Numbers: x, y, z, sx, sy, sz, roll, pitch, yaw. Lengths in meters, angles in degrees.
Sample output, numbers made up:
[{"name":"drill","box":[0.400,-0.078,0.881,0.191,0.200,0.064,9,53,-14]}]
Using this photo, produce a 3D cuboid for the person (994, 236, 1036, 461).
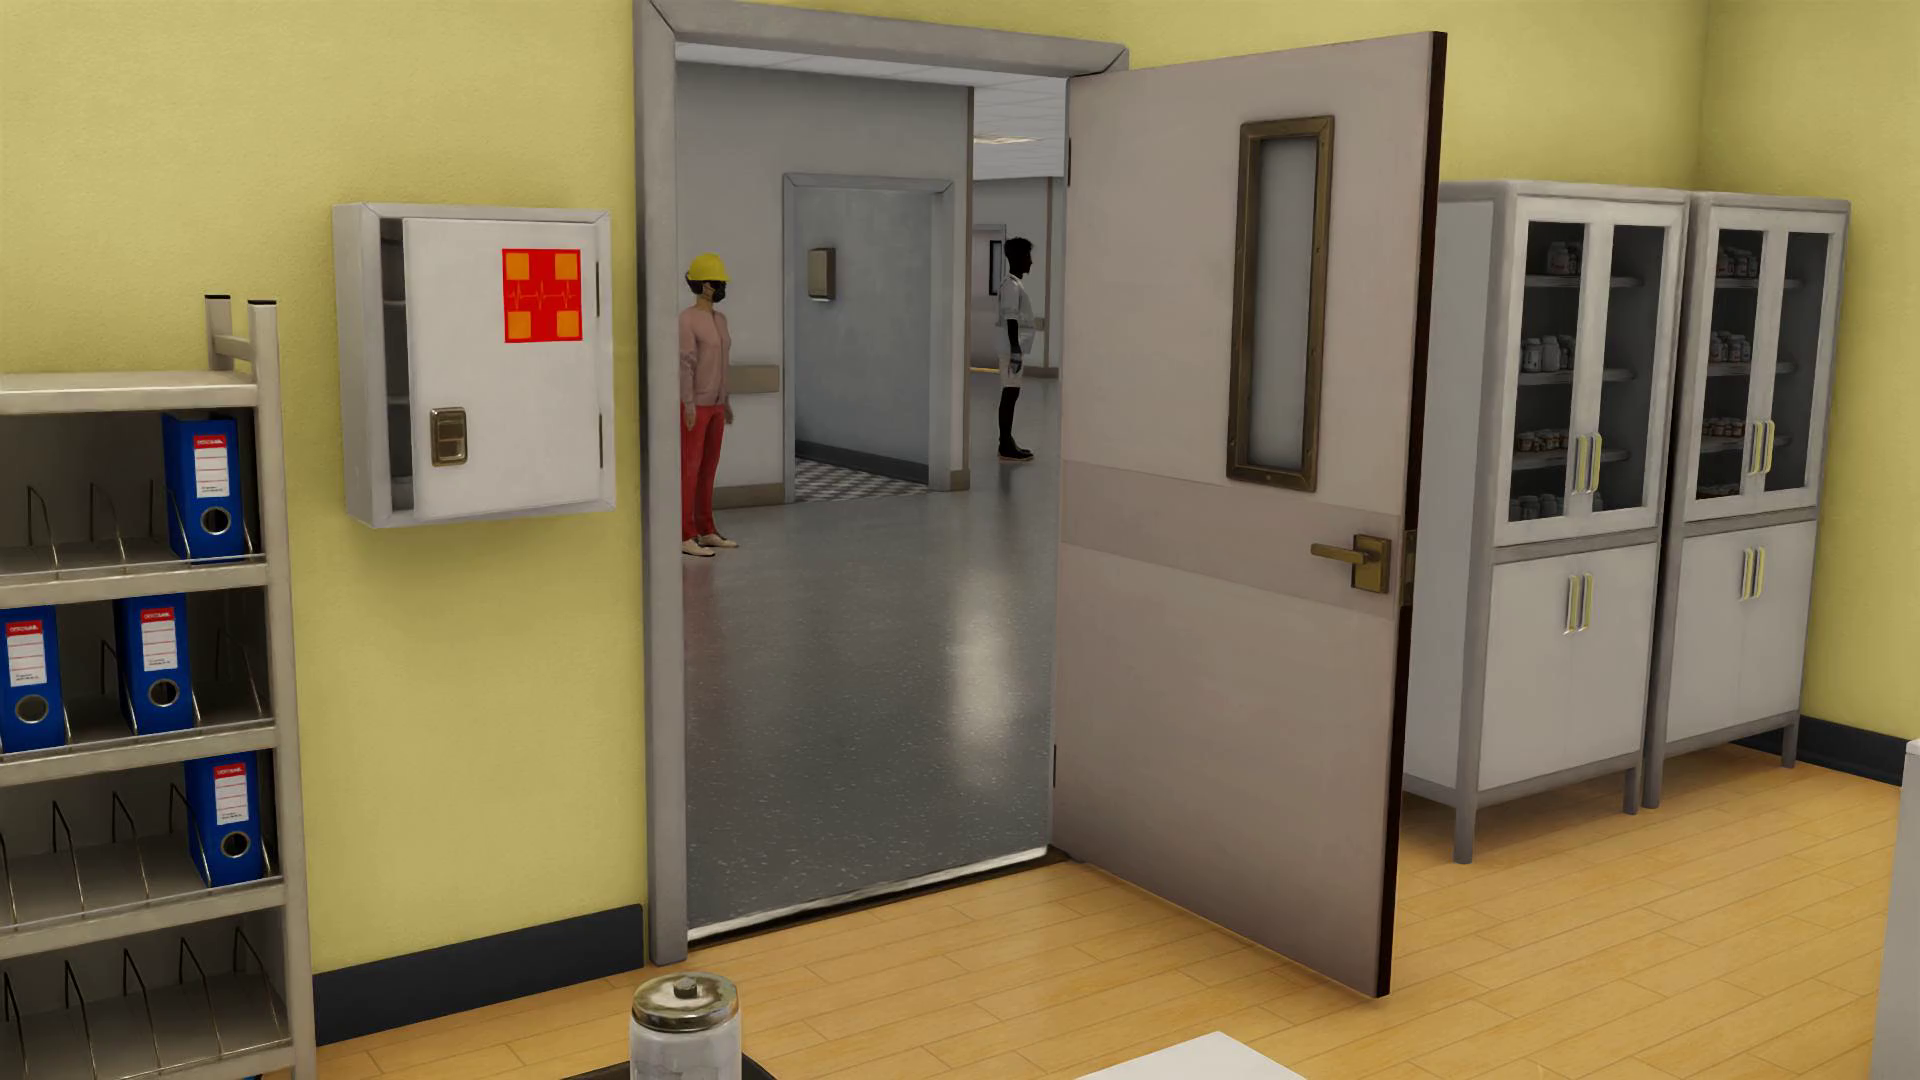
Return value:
[{"name":"person","box":[0.484,-1.683,14.683,0.368,1.967,0.603,1,10,0]}]

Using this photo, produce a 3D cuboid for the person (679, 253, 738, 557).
[{"name":"person","box":[-1.493,-0.796,9.808,0.319,1.769,0.523,4,10,19]}]
